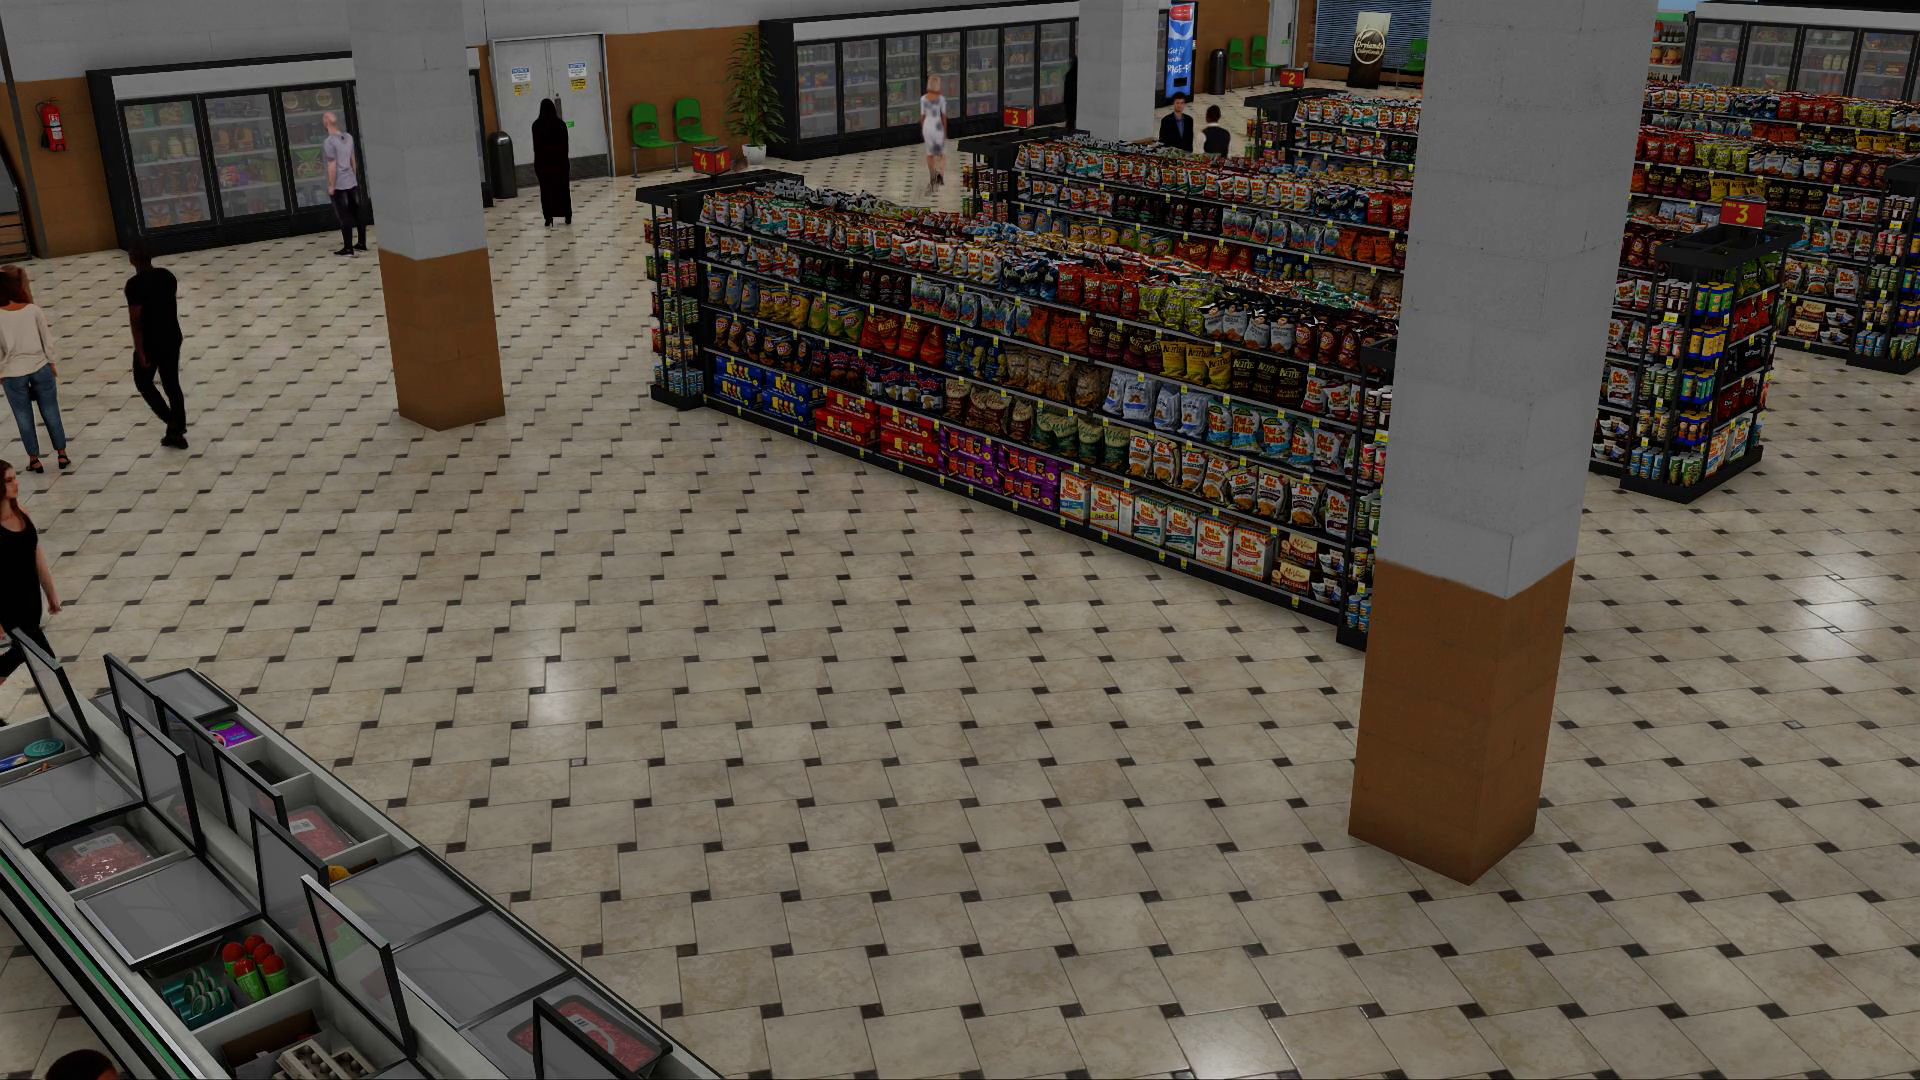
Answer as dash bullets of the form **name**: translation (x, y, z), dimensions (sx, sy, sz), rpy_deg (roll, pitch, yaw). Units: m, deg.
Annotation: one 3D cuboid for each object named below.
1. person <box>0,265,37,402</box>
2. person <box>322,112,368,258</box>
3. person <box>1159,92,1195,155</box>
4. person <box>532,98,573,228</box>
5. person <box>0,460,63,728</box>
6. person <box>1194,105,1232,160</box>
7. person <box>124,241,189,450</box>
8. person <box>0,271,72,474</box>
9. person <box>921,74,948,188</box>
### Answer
- **person**: translation (-8.836, -1.969, 15.702), dimensions (0.575, 1.280, 0.443), rpy_deg (-16, 27, -35)
- **person**: translation (-7.996, -4.615, 21.539), dimensions (0.738, 1.837, 0.750), rpy_deg (8, 23, 18)
- **person**: translation (2.983, -5.271, 23.106), dimensions (0.779, 1.887, 0.769), rpy_deg (-7, 23, -17)
- **person**: translation (-5.726, -5.301, 23.355), dimensions (0.729, 1.757, 0.694), rpy_deg (-12, 25, -28)
- **person**: translation (-5.356, 0.382, 9.302), dimensions (1.169, 1.688, 1.058), rpy_deg (1, 22, 2)
- **person**: translation (3.260, -4.587, 21.377), dimensions (0.827, 1.905, 0.871), rpy_deg (-6, 23, -14)
- **person**: translation (-6.759, -1.637, 14.166), dimensions (0.785, 1.810, 0.764), rpy_deg (11, 24, 25)
- **person**: translation (-7.695, -1.383, 13.706), dimensions (0.656, 1.680, 0.590), rpy_deg (-15, 26, -33)
- **person**: translation (-0.419, -6.427, 26.175), dimensions (0.727, 1.744, 0.788), rpy_deg (4, 22, 9)
